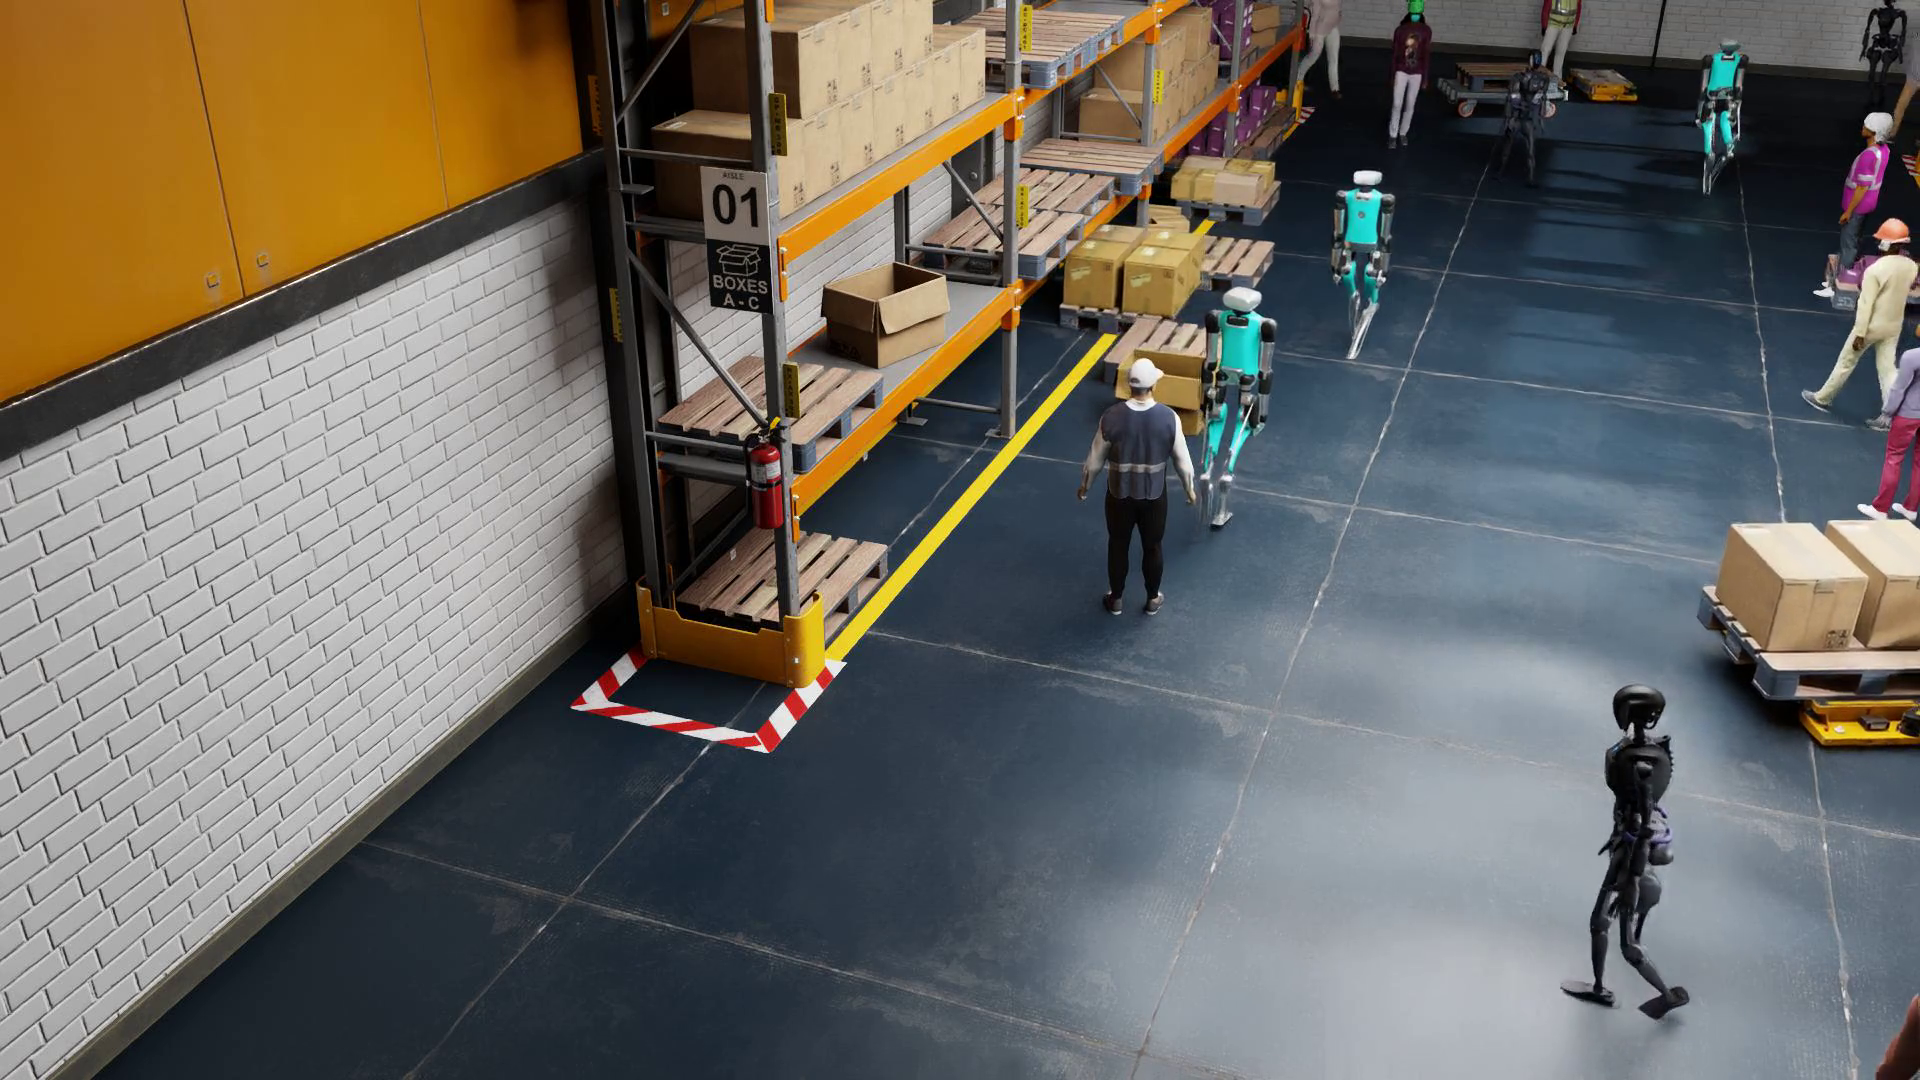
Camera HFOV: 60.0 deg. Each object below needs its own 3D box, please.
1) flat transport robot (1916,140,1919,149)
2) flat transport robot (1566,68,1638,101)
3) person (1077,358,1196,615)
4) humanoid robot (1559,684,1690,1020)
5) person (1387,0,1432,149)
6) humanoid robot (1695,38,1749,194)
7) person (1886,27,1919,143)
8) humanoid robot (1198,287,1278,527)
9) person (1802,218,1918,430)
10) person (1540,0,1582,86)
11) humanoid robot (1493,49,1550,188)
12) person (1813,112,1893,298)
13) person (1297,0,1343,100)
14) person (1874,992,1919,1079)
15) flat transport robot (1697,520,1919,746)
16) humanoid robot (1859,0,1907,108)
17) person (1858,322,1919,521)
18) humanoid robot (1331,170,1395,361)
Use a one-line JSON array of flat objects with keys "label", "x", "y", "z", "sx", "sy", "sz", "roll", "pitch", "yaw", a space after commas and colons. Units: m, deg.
[{"label": "flat transport robot", "x": 13.283, "y": -5.092, "z": 21.627, "sx": 1.431, "sy": 0.231, "sz": 0.659, "roll": 10, "pitch": 29, "yaw": 18}, {"label": "flat transport robot", "x": 9.666, "y": -6.862, "z": 25.060, "sx": 0.659, "sy": 0.231, "sz": 1.431, "roll": 1, "pitch": 27, "yaw": 3}, {"label": "person", "x": 1.145, "y": -0.330, "z": 10.764, "sx": 0.766, "sy": 1.755, "sz": 0.439, "roll": 2, "pitch": 27, "yaw": 4}, {"label": "humanoid robot", "x": 3.110, "y": 1.433, "z": 7.481, "sx": 0.573, "sy": 1.634, "sz": 0.640, "roll": 9, "pitch": 29, "yaw": 17}, {"label": "person", "x": 5.898, "y": -6.097, "z": 21.777, "sx": 0.494, "sy": 1.929, "sz": 0.739, "roll": 2, "pitch": 27, "yaw": 4}, {"label": "humanoid robot", "x": 9.155, "y": -5.003, "z": 19.970, "sx": 0.544, "sy": 1.885, "sz": 0.781, "roll": 1, "pitch": 27, "yaw": 3}, {"label": "person", "x": 12.776, "y": -6.105, "z": 22.026, "sx": 0.844, "sy": 1.698, "sz": 0.580, "roll": -11, "pitch": 29, "yaw": -21}, {"label": "humanoid robot", "x": 1.868, "y": -0.808, "z": 11.839, "sx": 0.540, "sy": 1.897, "sz": 0.724, "roll": 15, "pitch": 31, "yaw": 27}, {"label": "person", "x": 7.496, "y": -1.775, "z": 13.612, "sx": 0.583, "sy": 1.705, "sz": 0.882, "roll": -10, "pitch": 29, "yaw": -18}, {"label": "person", "x": 9.077, "y": -7.788, "z": 25.155, "sx": 0.624, "sy": 1.838, "sz": 0.431, "roll": -6, "pitch": 28, "yaw": -11}, {"label": "humanoid robot", "x": 6.825, "y": -5.084, "z": 20.100, "sx": 0.588, "sy": 1.630, "sz": 0.733, "roll": -7, "pitch": 28, "yaw": -13}, {"label": "person", "x": 8.862, "y": -3.304, "z": 16.440, "sx": 0.341, "sy": 1.845, "sz": 0.509, "roll": 21, "pitch": 34, "yaw": 35}, {"label": "person", "x": 5.373, "y": -7.535, "z": 24.623, "sx": 0.681, "sy": 1.879, "sz": 1.006, "roll": -14, "pitch": 31, "yaw": -26}, {"label": "person", "x": 3.560, "y": 2.079, "z": 5.864, "sx": 0.653, "sy": 1.963, "sz": 0.727, "roll": 15, "pitch": 31, "yaw": 27}, {"label": "flat transport robot", "x": 5.289, "y": 0.797, "z": 10.205, "sx": 0.659, "sy": 0.231, "sz": 1.431, "roll": -1, "pitch": 27, "yaw": -1}, {"label": "humanoid robot", "x": 13.306, "y": -7.076, "z": 23.947, "sx": 0.599, "sy": 1.642, "sz": 0.366, "roll": 24, "pitch": 35, "yaw": 38}, {"label": "person", "x": 6.901, "y": -0.897, "z": 12.008, "sx": 0.498, "sy": 1.629, "sz": 0.288, "roll": -3, "pitch": 27, "yaw": -6}, {"label": "humanoid robot", "x": 3.670, "y": -2.502, "z": 15.088, "sx": 0.548, "sy": 1.860, "sz": 0.829, "roll": 12, "pitch": 30, "yaw": 22}]
